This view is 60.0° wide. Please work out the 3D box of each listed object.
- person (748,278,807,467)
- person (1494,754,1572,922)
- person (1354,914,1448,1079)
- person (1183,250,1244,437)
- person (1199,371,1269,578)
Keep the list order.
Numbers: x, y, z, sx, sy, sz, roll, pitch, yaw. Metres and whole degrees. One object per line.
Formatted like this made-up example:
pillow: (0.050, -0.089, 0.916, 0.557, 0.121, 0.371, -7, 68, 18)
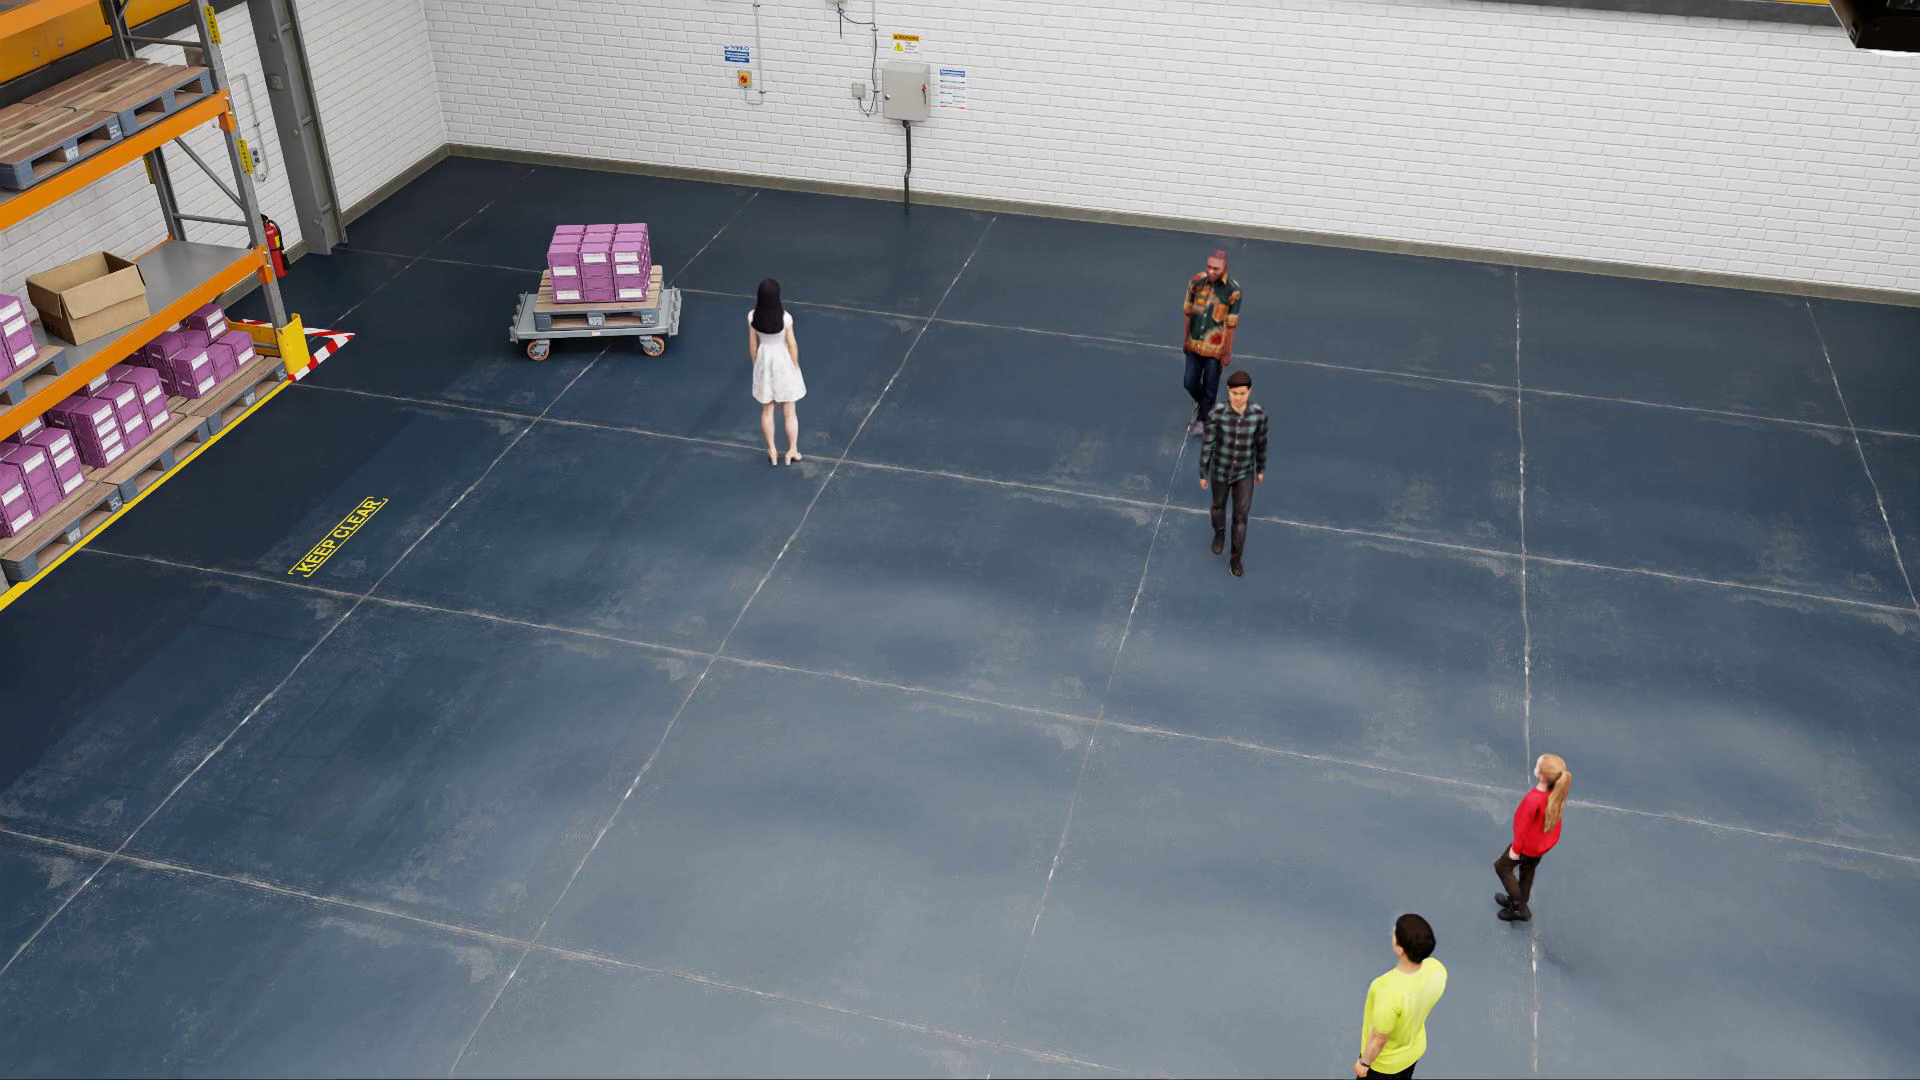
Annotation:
person: (-1.615, -1.464, 14.560, 0.659, 1.774, 0.646, 6, 34, 9)
person: (3.493, 1.840, 10.038, 0.606, 1.277, 0.675, -23, 40, -31)
person: (2.236, 2.576, 8.541, 0.672, 1.709, 0.761, -23, 40, -31)
person: (2.292, -1.816, 15.067, 0.772, 1.799, 0.755, 19, 38, 26)
person: (2.180, -0.614, 13.218, 0.743, 1.692, 0.923, 5, 34, 8)
